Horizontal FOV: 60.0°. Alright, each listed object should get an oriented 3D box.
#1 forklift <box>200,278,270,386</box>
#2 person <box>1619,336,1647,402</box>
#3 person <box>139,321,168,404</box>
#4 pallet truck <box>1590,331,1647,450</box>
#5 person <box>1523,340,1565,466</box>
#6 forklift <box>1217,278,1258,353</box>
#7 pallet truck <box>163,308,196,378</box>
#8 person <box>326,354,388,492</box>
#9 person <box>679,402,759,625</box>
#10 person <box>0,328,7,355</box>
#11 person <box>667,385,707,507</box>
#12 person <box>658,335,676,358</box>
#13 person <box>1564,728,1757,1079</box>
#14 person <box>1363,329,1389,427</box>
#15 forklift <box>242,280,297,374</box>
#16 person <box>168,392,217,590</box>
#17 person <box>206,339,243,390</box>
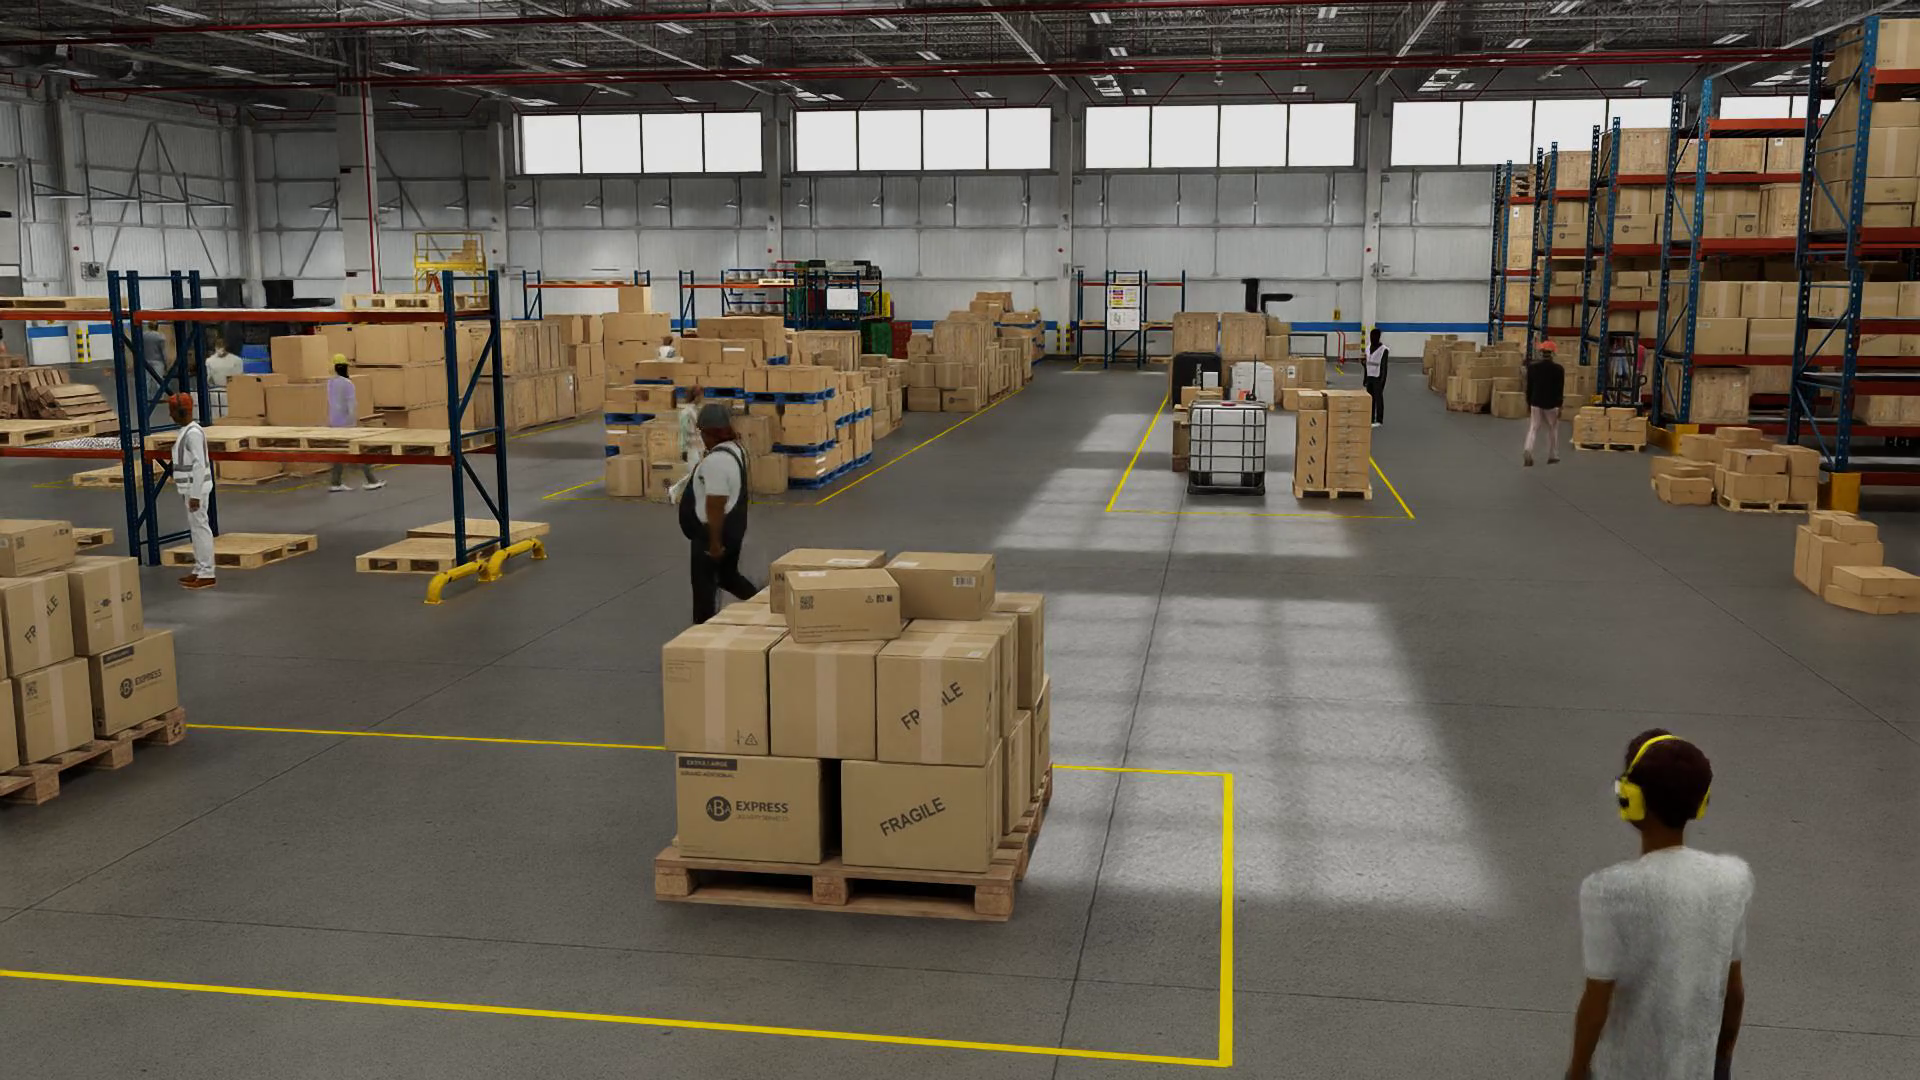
[{"bbox_3d":[-18.554,-5.321,42.731,1.873,2.768,1.129,-3,10,-17],"label":"forklift"},{"bbox_3d":[13.049,-3.123,32.367,0.621,1.845,0.430,-5,11,-29],"label":"person"},{"bbox_3d":[-18.354,-4.057,37.888,0.629,1.929,0.362,1,9,7],"label":"person"},{"bbox_3d":[11.253,-2.573,28.499,0.823,1.965,1.885,5,10,27],"label":"pallet truck"},{"bbox_3d":[9.068,-2.124,25.844,0.627,1.966,0.873,9,13,43],"label":"person"},{"bbox_3d":[7.544,-5.409,43.273,1.873,2.768,1.129,1,9,9],"label":"forklift"},{"bbox_3d":[-21.869,-5.598,47.154,0.823,1.965,1.885,4,10,26],"label":"pallet truck"},{"bbox_3d":[-8.341,-1.606,22.901,0.618,1.881,0.758,7,12,37],"label":"person"},{"bbox_3d":[-1.845,-0.108,13.163,0.813,2.000,0.686,2,9,10],"label":"person"},{"bbox_3d":[-22.580,-4.141,39.092,0.321,1.697,0.530,-1,9,-8],"label":"person"},{"bbox_3d":[-3.384,-1.136,20.829,0.670,1.616,0.515,3,10,19],"label":"person"},{"bbox_3d":[-6.423,-3.707,36.717,0.514,1.602,0.778,5,10,27],"label":"person"},{"bbox_3d":[1.789,1.409,4.359,0.524,1.867,0.373,-3,10,-18],"label":"person"},{"bbox_3d":[8.072,-3.141,32.284,0.397,1.911,0.587,-5,10,-27],"label":"person"},{"bbox_3d":[-14.688,-4.235,36.031,1.873,2.768,1.129,0,9,-2],"label":"forklift"},{"bbox_3d":[-7.320,-0.468,15.860,0.355,1.887,0.572,-5,11,-30],"label":"person"},{"bbox_3d":[-12.407,-2.444,28.055,0.634,1.876,1.051,-2,9,-11],"label":"person"}]
